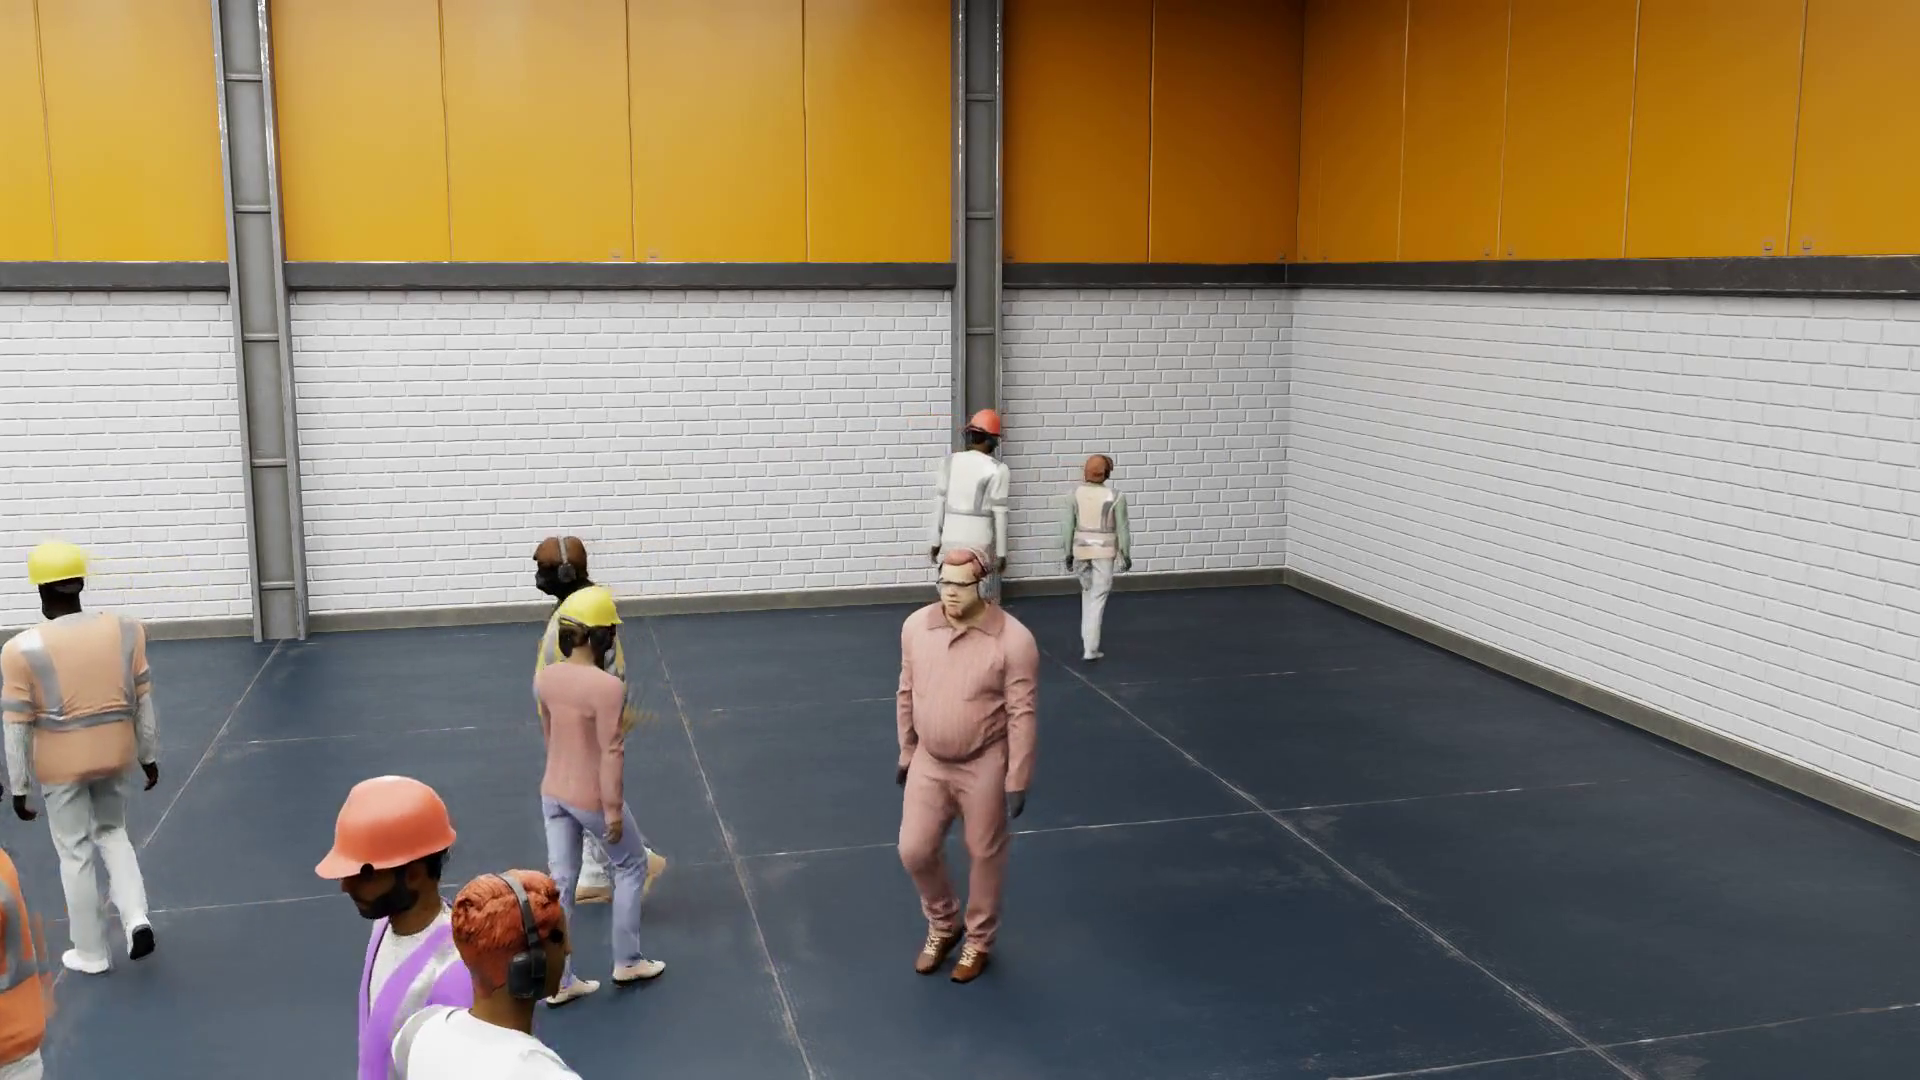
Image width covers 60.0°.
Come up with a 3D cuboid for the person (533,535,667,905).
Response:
[{"bbox_3d":[-1.745,0.873,7.866,0.511,1.826,0.649,-2,9,-11],"label":"person"}]

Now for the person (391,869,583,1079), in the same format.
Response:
[{"bbox_3d":[-0.899,1.575,3.332,0.606,1.880,0.437,7,12,39],"label":"person"}]

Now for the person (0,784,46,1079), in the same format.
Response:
[{"bbox_3d":[-2.764,1.429,4.867,0.719,1.670,0.537,-6,11,-31],"label":"person"}]

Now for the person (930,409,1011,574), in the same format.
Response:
[{"bbox_3d":[0.096,0.015,12.647,0.636,2.008,0.581,7,11,35],"label":"person"}]

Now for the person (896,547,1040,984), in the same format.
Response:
[{"bbox_3d":[-0.003,0.964,7.074,0.677,1.889,0.462,4,10,24],"label":"person"}]

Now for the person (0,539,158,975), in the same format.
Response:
[{"bbox_3d":[-3.757,0.945,7.130,0.447,1.913,0.617,7,11,37],"label":"person"}]

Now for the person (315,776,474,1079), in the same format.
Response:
[{"bbox_3d":[-1.169,1.459,3.970,0.789,1.911,0.544,-6,11,-32],"label":"person"}]

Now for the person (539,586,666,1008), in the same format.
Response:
[{"bbox_3d":[-1.499,1.056,6.967,0.548,1.740,0.679,7,11,37],"label":"person"}]

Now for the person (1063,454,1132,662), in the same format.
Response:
[{"bbox_3d":[1.110,0.130,13.145,0.513,1.618,0.636,6,11,33],"label":"person"}]
